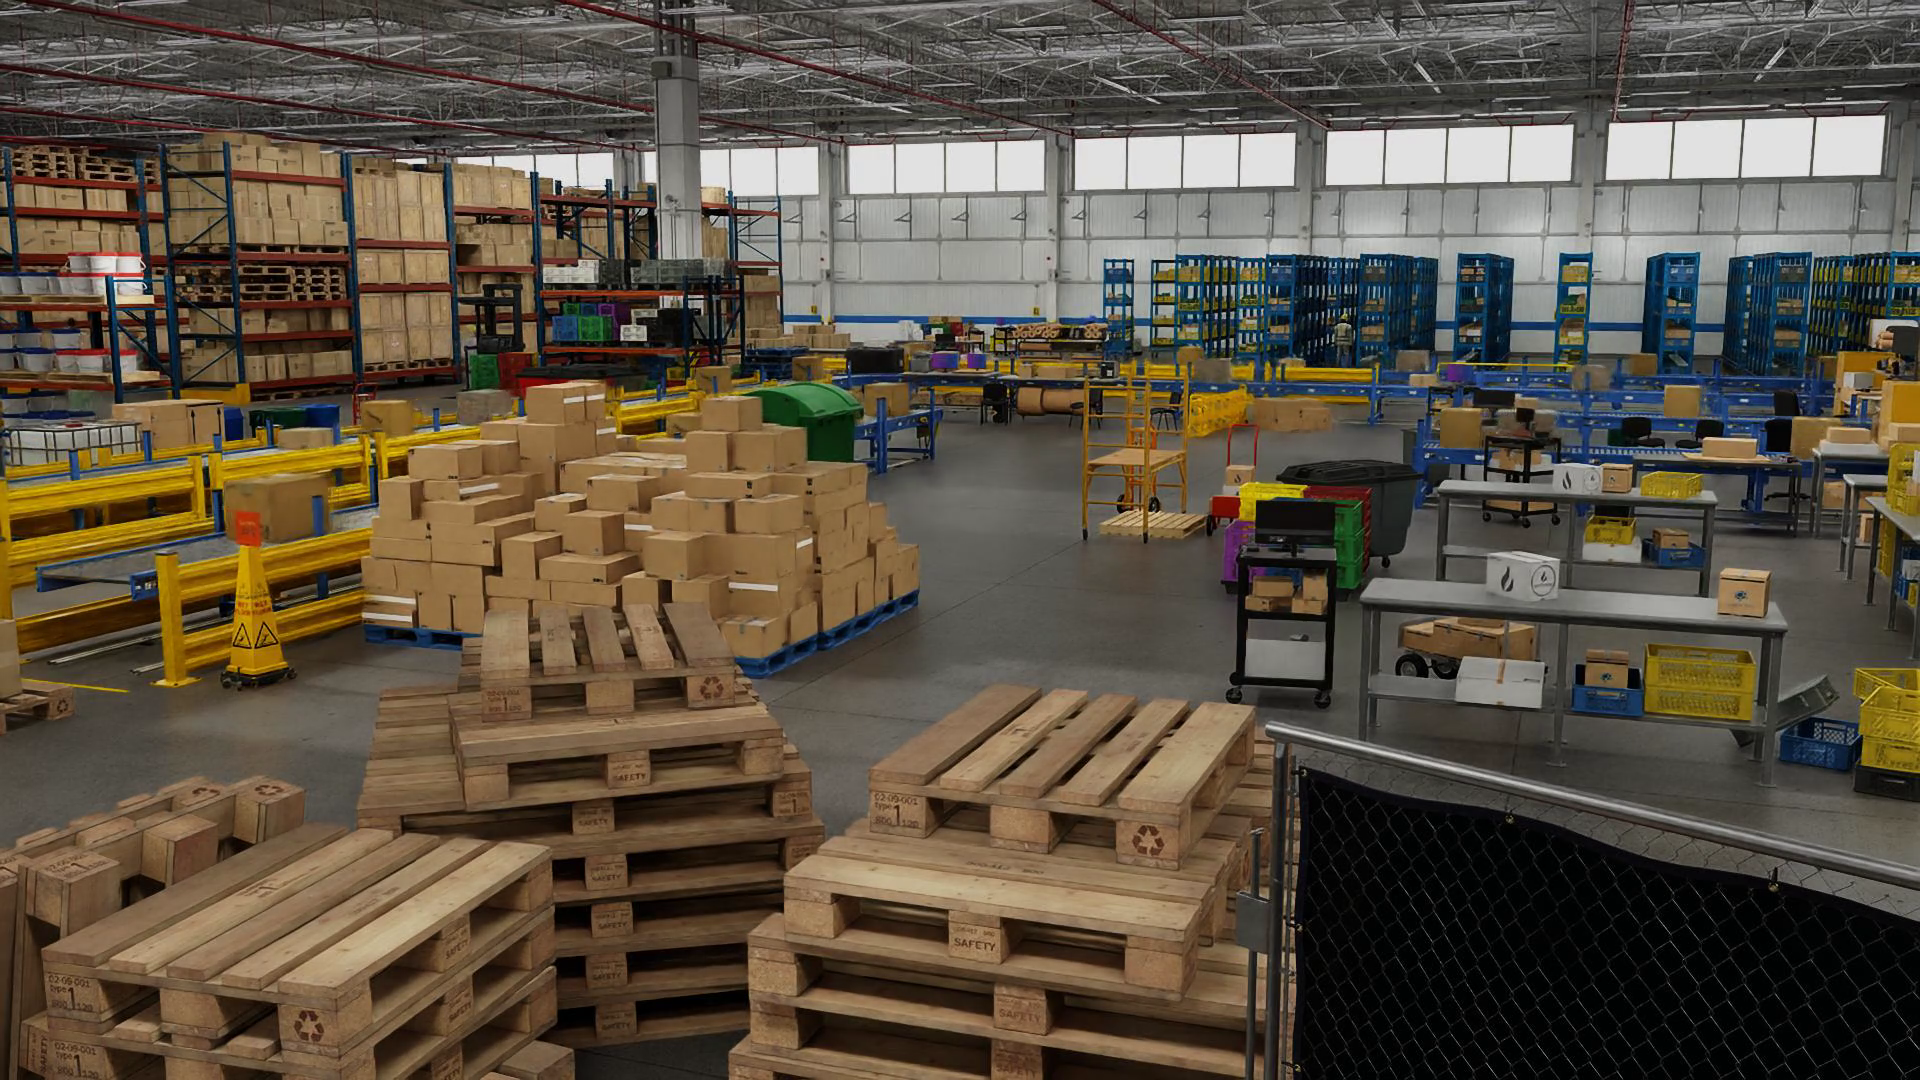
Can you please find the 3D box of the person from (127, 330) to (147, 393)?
[{"bbox_3d":[-21.297,-4.613,42.993,0.302,1.619,0.517,-1,9,-4],"label":"person"}]

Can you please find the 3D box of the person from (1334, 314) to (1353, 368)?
[{"bbox_3d":[11.987,-6.141,51.923,0.600,1.831,0.404,7,12,38],"label":"person"}]

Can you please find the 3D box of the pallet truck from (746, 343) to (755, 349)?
[{"bbox_3d":[-6.183,-4.618,44.264,1.601,1.201,0.680,-9,12,-43],"label":"pallet truck"}]

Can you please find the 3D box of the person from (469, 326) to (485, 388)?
[{"bbox_3d":[-11.794,-4.358,40.909,0.604,1.787,0.956,3,10,21],"label":"person"}]

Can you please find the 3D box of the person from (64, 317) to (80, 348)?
[{"bbox_3d":[-24.216,-5.114,45.287,0.639,1.901,0.976,3,10,20],"label":"person"}]

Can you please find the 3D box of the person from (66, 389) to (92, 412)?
[{"bbox_3d":[-14.106,-2.015,26.740,0.509,1.608,0.762,5,10,29],"label":"person"}]

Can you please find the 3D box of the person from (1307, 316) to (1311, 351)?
[{"bbox_3d":[12.376,-7.350,59.463,0.389,1.850,0.567,2,9,10],"label":"person"}]

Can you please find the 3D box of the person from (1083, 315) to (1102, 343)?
[{"bbox_3d":[3.665,-5.235,45.919,0.640,1.932,0.443,6,11,33],"label":"person"}]

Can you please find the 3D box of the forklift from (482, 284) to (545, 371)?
[{"bbox_3d":[-10.832,-4.702,39.610,1.129,2.768,1.873,3,10,20],"label":"forklift"}]

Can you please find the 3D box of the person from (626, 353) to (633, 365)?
[{"bbox_3d":[-10.450,-6.173,52.070,0.553,1.847,1.051,2,9,9],"label":"person"}]

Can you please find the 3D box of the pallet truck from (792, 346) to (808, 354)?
[{"bbox_3d":[-3.705,-4.298,42.022,0.653,1.274,1.630,3,10,20],"label":"pallet truck"}]
